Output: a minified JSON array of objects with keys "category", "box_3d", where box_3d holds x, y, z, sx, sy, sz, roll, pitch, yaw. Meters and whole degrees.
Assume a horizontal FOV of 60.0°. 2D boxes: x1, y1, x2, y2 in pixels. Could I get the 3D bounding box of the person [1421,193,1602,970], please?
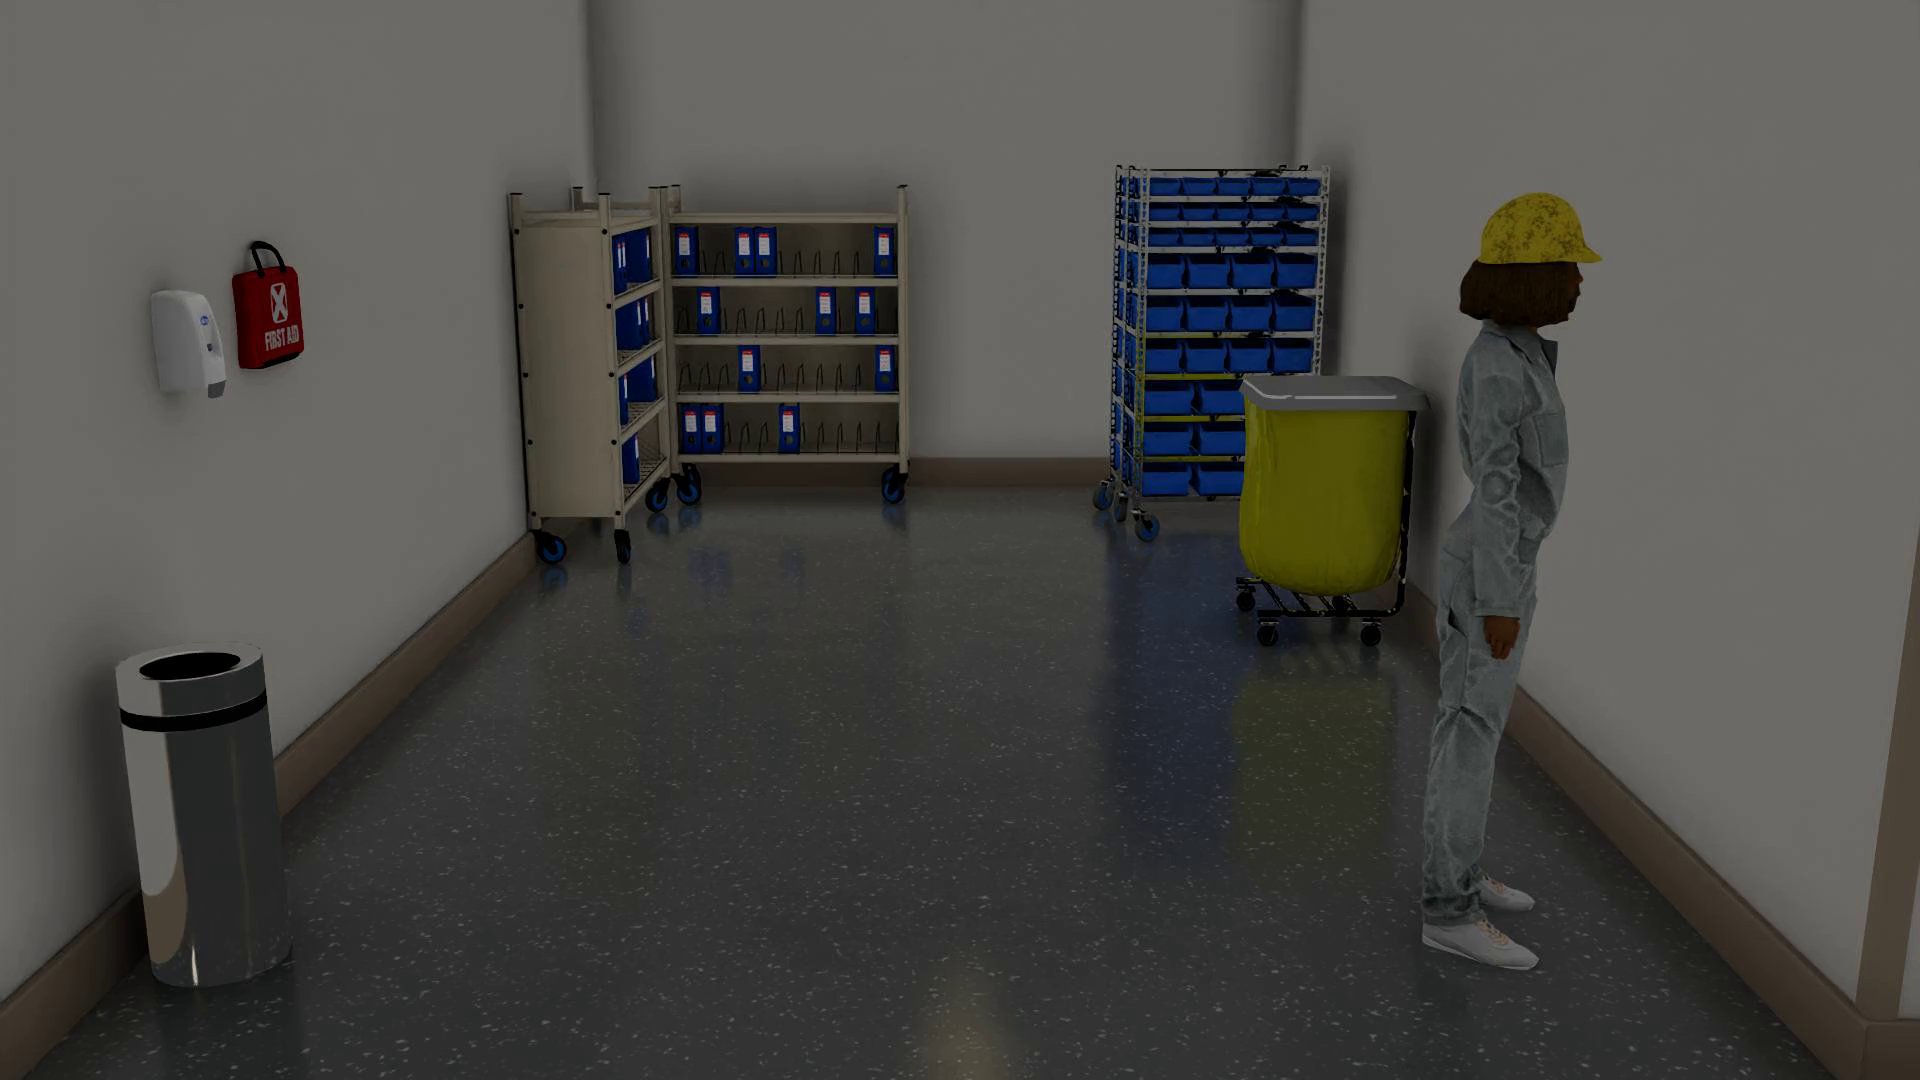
[{"category":"person","box_3d":[1.252,0.093,3.818,0.296,1.745,0.485,5,14,19]}]
